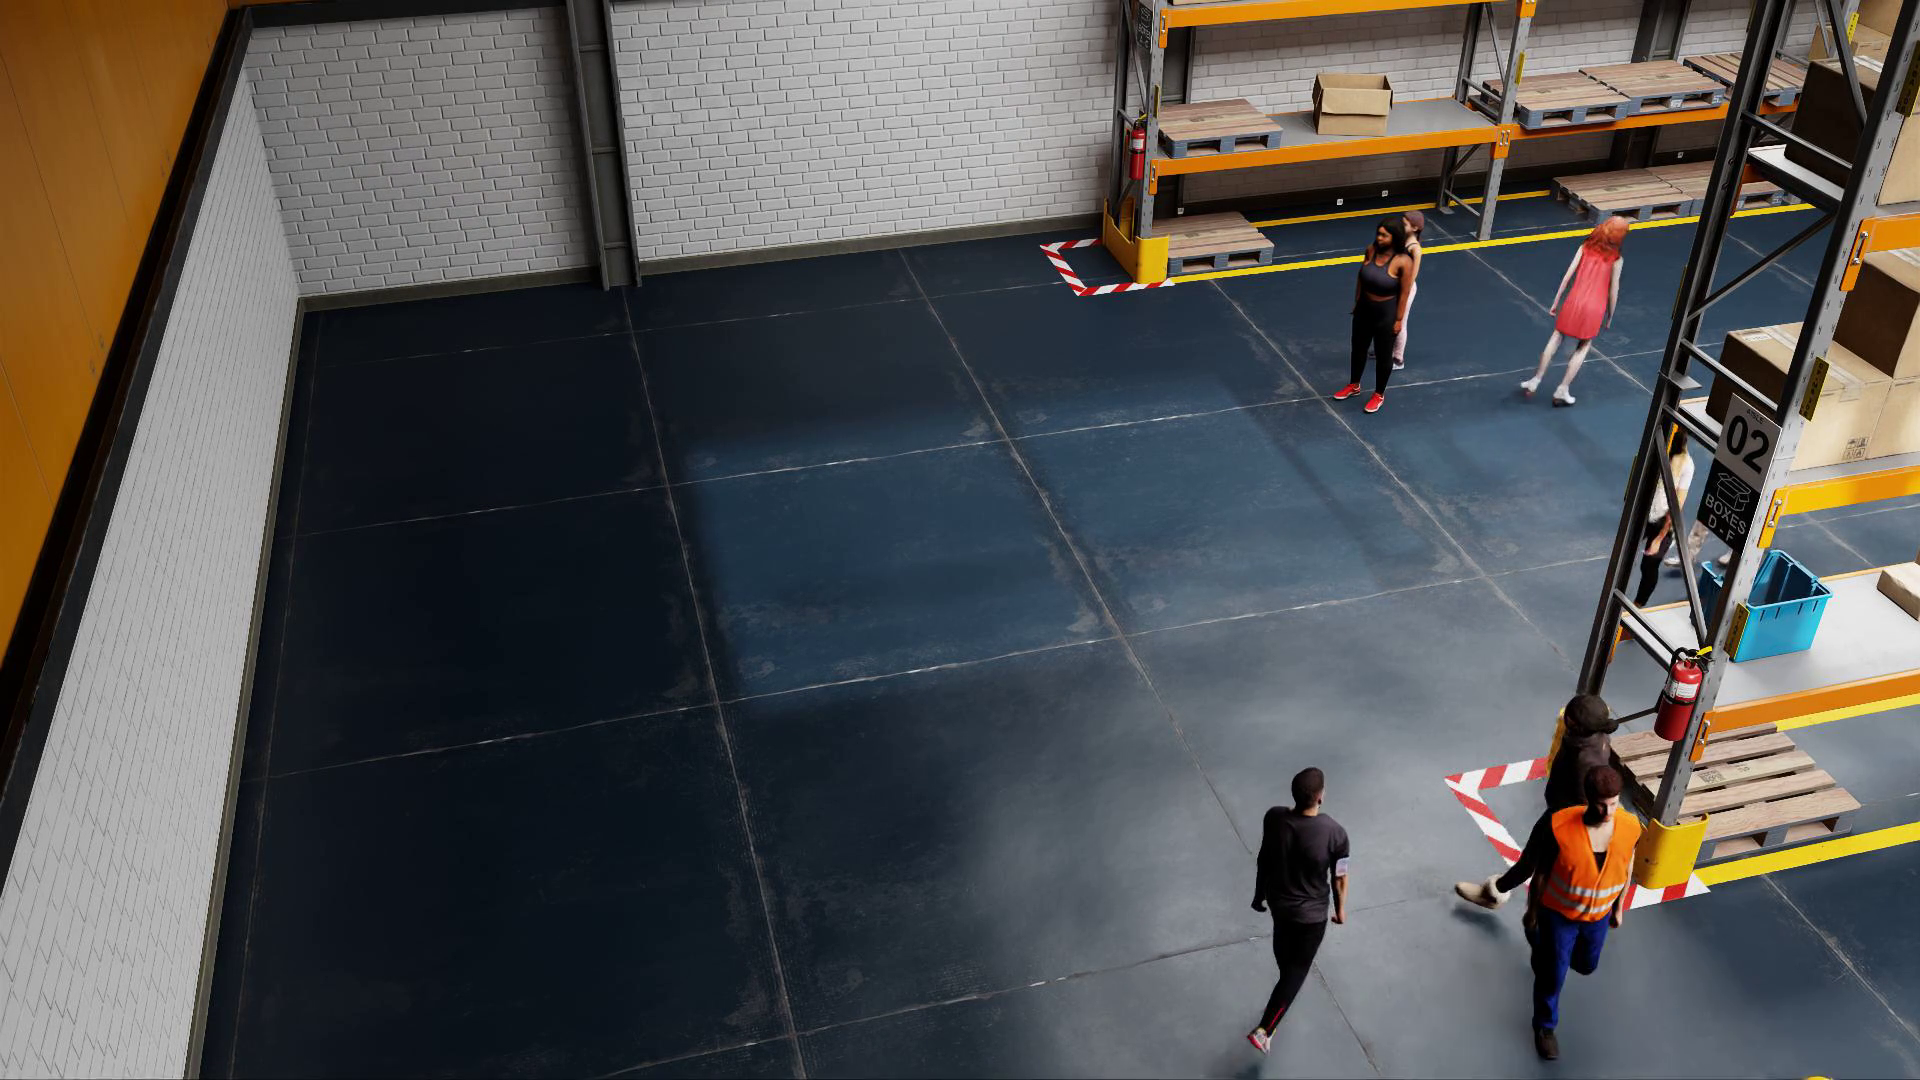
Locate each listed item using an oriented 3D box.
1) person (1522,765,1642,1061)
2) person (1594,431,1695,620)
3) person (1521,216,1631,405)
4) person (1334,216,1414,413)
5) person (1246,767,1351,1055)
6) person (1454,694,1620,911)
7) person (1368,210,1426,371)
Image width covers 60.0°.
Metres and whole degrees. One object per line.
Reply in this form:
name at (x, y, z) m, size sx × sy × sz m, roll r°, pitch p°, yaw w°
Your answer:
person at (3.250, 1.883, 8.843) m, size 0.976 × 1.870 × 0.889 m, roll 0°, pitch 34°, yaw -1°
person at (5.035, -0.134, 11.933) m, size 0.762 × 1.808 × 0.700 m, roll -21°, pitch 39°, yaw -29°
person at (5.479, -2.009, 14.769) m, size 0.891 × 1.791 × 0.887 m, roll 16°, pitch 37°, yaw 23°
person at (3.724, -2.031, 14.780) m, size 0.772 × 1.815 × 0.765 m, roll -26°, pitch 42°, yaw -33°
person at (1.757, 1.974, 8.824) m, size 1.084 × 1.739 × 1.193 m, roll 20°, pitch 39°, yaw 28°
person at (3.377, 1.510, 9.613) m, size 1.025 × 1.638 × 1.125 m, roll -4°, pitch 34°, yaw -6°
person at (4.106, -2.338, 15.468) m, size 0.535 × 1.565 × 0.553 m, roll -5°, pitch 34°, yaw -7°
